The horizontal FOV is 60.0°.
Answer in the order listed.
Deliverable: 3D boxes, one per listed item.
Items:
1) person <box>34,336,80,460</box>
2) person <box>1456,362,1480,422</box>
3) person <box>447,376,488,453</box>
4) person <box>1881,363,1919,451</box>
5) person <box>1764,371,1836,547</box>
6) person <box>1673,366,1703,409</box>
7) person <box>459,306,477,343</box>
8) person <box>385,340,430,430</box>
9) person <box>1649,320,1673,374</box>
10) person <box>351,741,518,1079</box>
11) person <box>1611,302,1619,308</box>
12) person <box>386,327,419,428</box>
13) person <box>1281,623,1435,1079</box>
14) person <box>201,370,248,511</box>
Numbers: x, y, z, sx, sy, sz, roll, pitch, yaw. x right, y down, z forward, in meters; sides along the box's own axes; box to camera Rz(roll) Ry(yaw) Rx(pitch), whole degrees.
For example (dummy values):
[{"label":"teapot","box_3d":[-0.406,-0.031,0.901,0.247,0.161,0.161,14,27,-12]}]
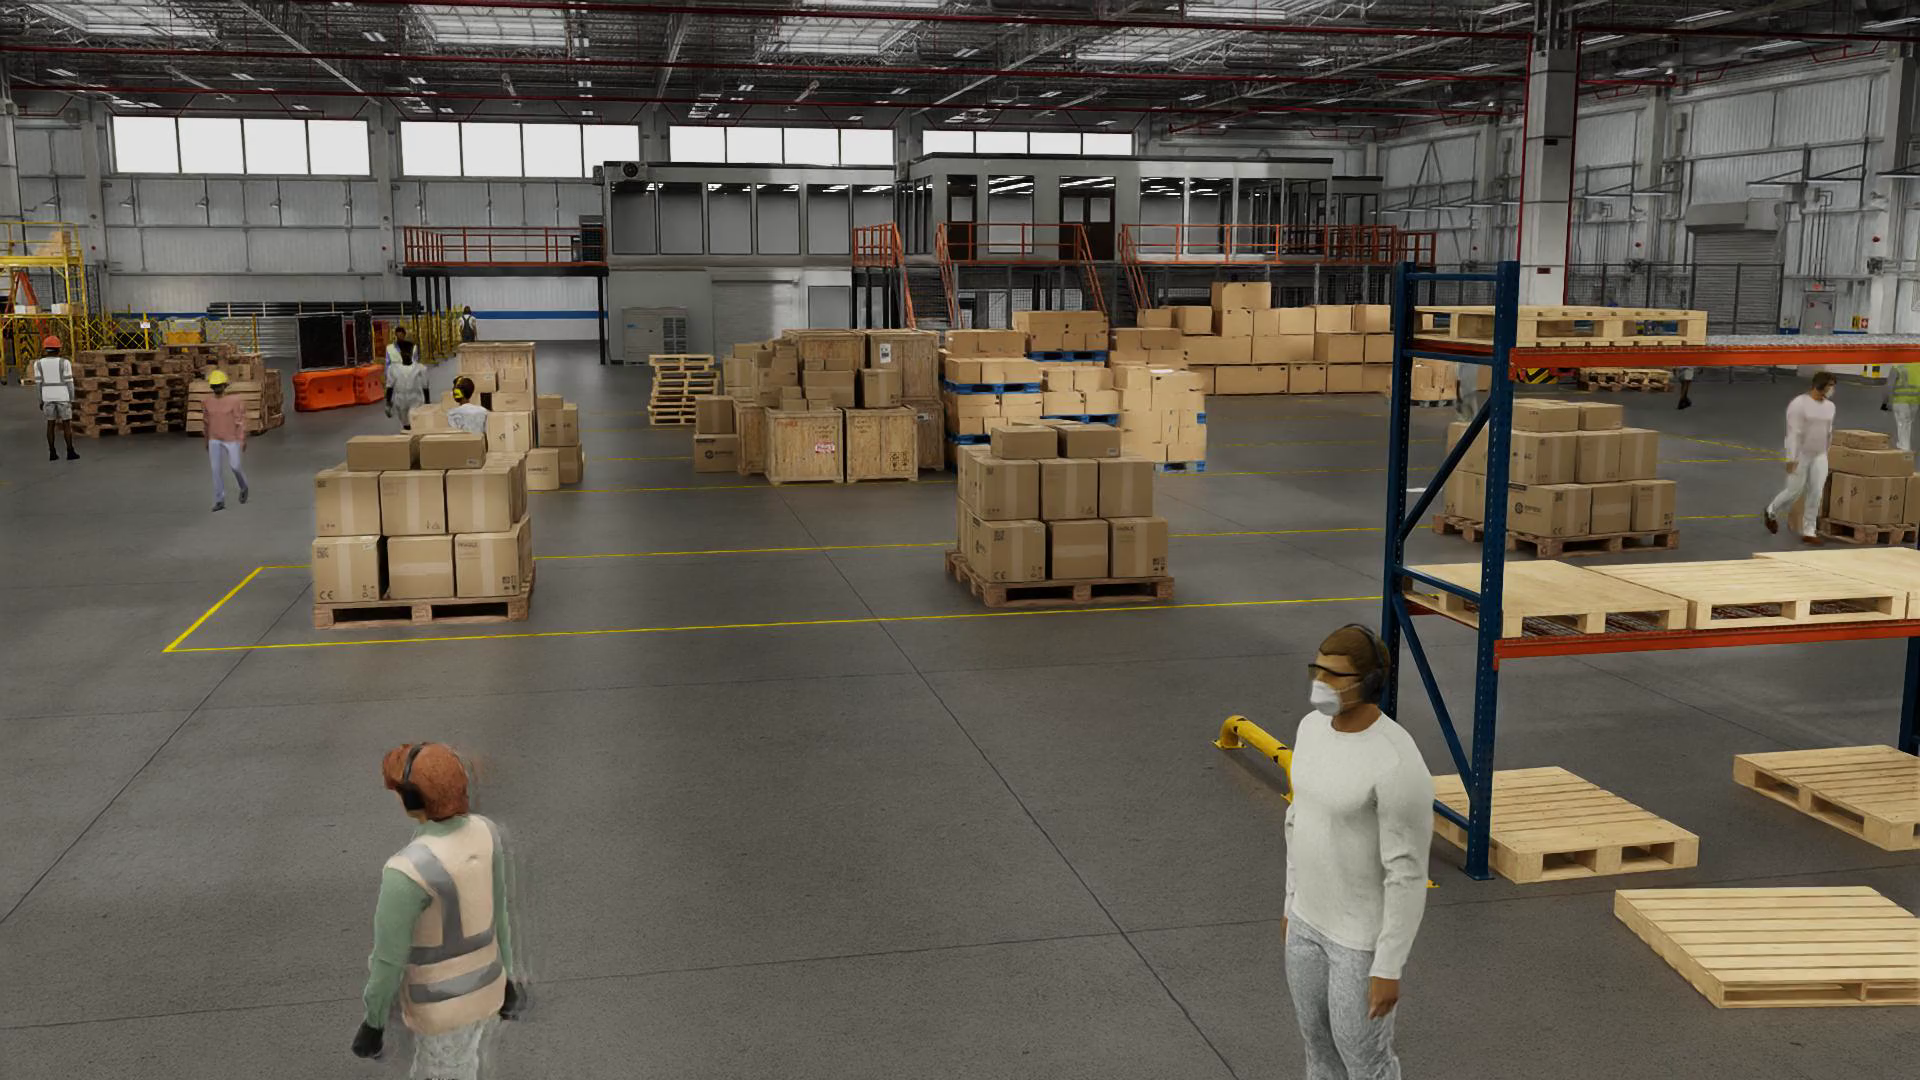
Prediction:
[{"label":"person","box_3d":[-14.087,-2.205,25.931,0.543,1.939,0.360,-2,10,-12]},{"label":"person","box_3d":[8.016,-2.225,26.382,0.523,1.824,0.525,-5,10,-26]},{"label":"person","box_3d":[-5.172,-0.779,17.452,0.318,1.868,0.531,6,11,33]},{"label":"person","box_3d":[14.793,-2.183,26.154,0.661,1.815,0.781,-1,9,-4]},{"label":"person","box_3d":[9.181,-0.902,18.117,0.640,1.896,0.782,-2,10,-13]},{"label":"person","box_3d":[15.477,-3.727,35.391,0.552,1.893,1.007,8,12,40]},{"label":"person","box_3d":[-14.799,-6.123,50.095,0.506,1.846,0.345,0,9,-2]},{"label":"person","box_3d":[-8.347,-2.076,25.219,0.611,1.926,0.989,0,9,-3]},{"label":"person","box_3d":[19.023,-5.265,45.249,0.731,1.716,0.490,3,10,19]},{"label":"person","box_3d":[-1.543,1.394,4.963,0.400,1.622,0.511,2,9,10]},{"label":"person","box_3d":[20.171,-6.398,51.499,0.626,1.932,0.602,-2,9,-11]},{"label":"person","box_3d":[-10.495,-3.075,31.346,0.605,1.901,0.689,-1,9,-9]},{"label":"person","box_3d":[1.180,1.208,5.125,0.368,1.940,0.632,-3,10,-20]},{"label":"person","box_3d":[-9.189,-1.267,20.821,0.530,1.736,0.801,-1,9,-5]}]
